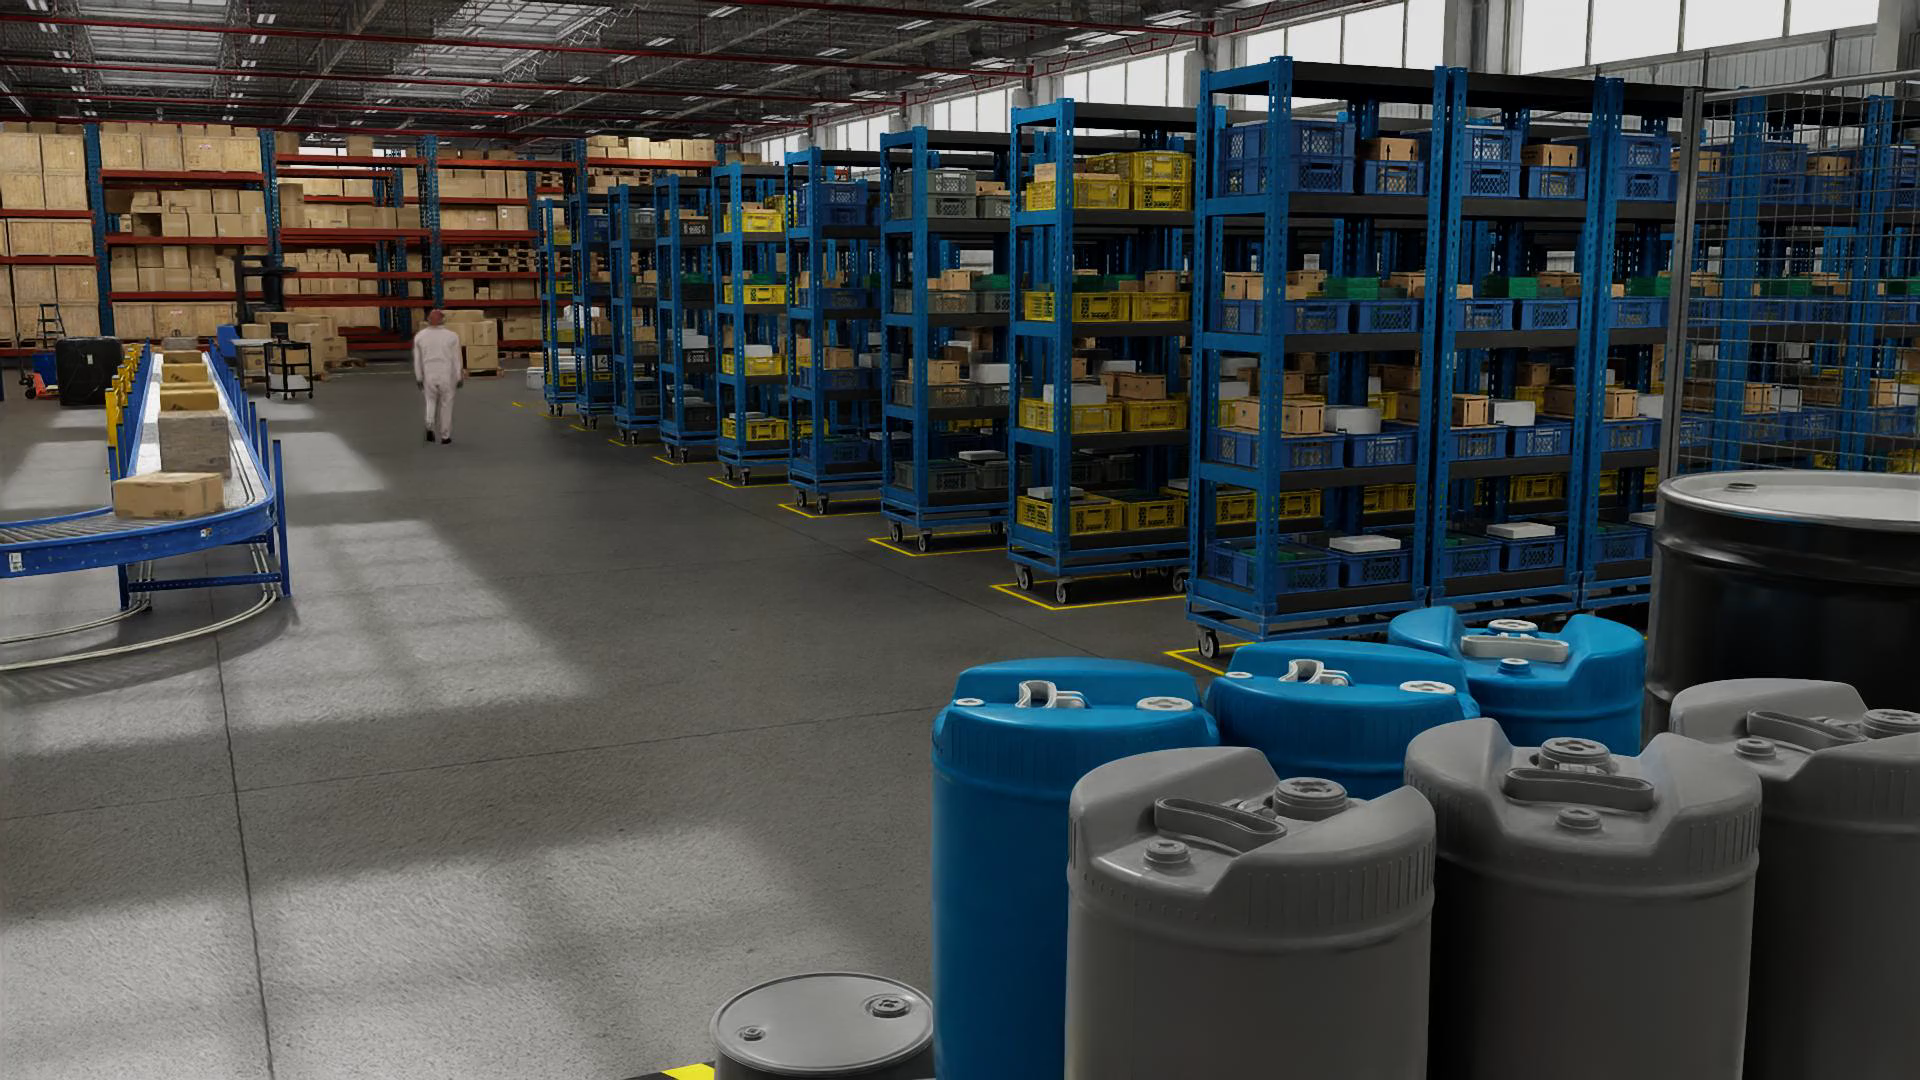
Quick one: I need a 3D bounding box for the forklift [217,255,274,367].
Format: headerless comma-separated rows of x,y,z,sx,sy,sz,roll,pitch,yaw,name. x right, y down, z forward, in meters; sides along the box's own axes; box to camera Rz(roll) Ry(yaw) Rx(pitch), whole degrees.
-17.467,-5.658,41.194,1.873,2.768,1.129,6,11,33,forklift

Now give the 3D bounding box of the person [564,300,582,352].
-9.370,-5.056,40.390,0.601,1.940,0.414,4,10,23,person

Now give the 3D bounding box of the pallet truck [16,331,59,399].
-17.082,-3.353,31.781,1.630,1.274,0.653,-4,10,-25,pallet truck

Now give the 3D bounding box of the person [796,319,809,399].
-2.178,-2.270,23.066,0.990,1.953,0.609,-5,10,-28,person

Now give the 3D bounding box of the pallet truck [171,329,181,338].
-17.275,-3.851,35.096,1.601,1.201,0.680,0,9,1,pallet truck

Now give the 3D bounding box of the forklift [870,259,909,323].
-2.123,-7.626,53.399,1.129,2.768,1.873,-4,10,-25,forklift

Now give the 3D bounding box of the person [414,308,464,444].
-7.308,-2.297,23.377,0.639,1.896,0.444,0,9,-3,person
